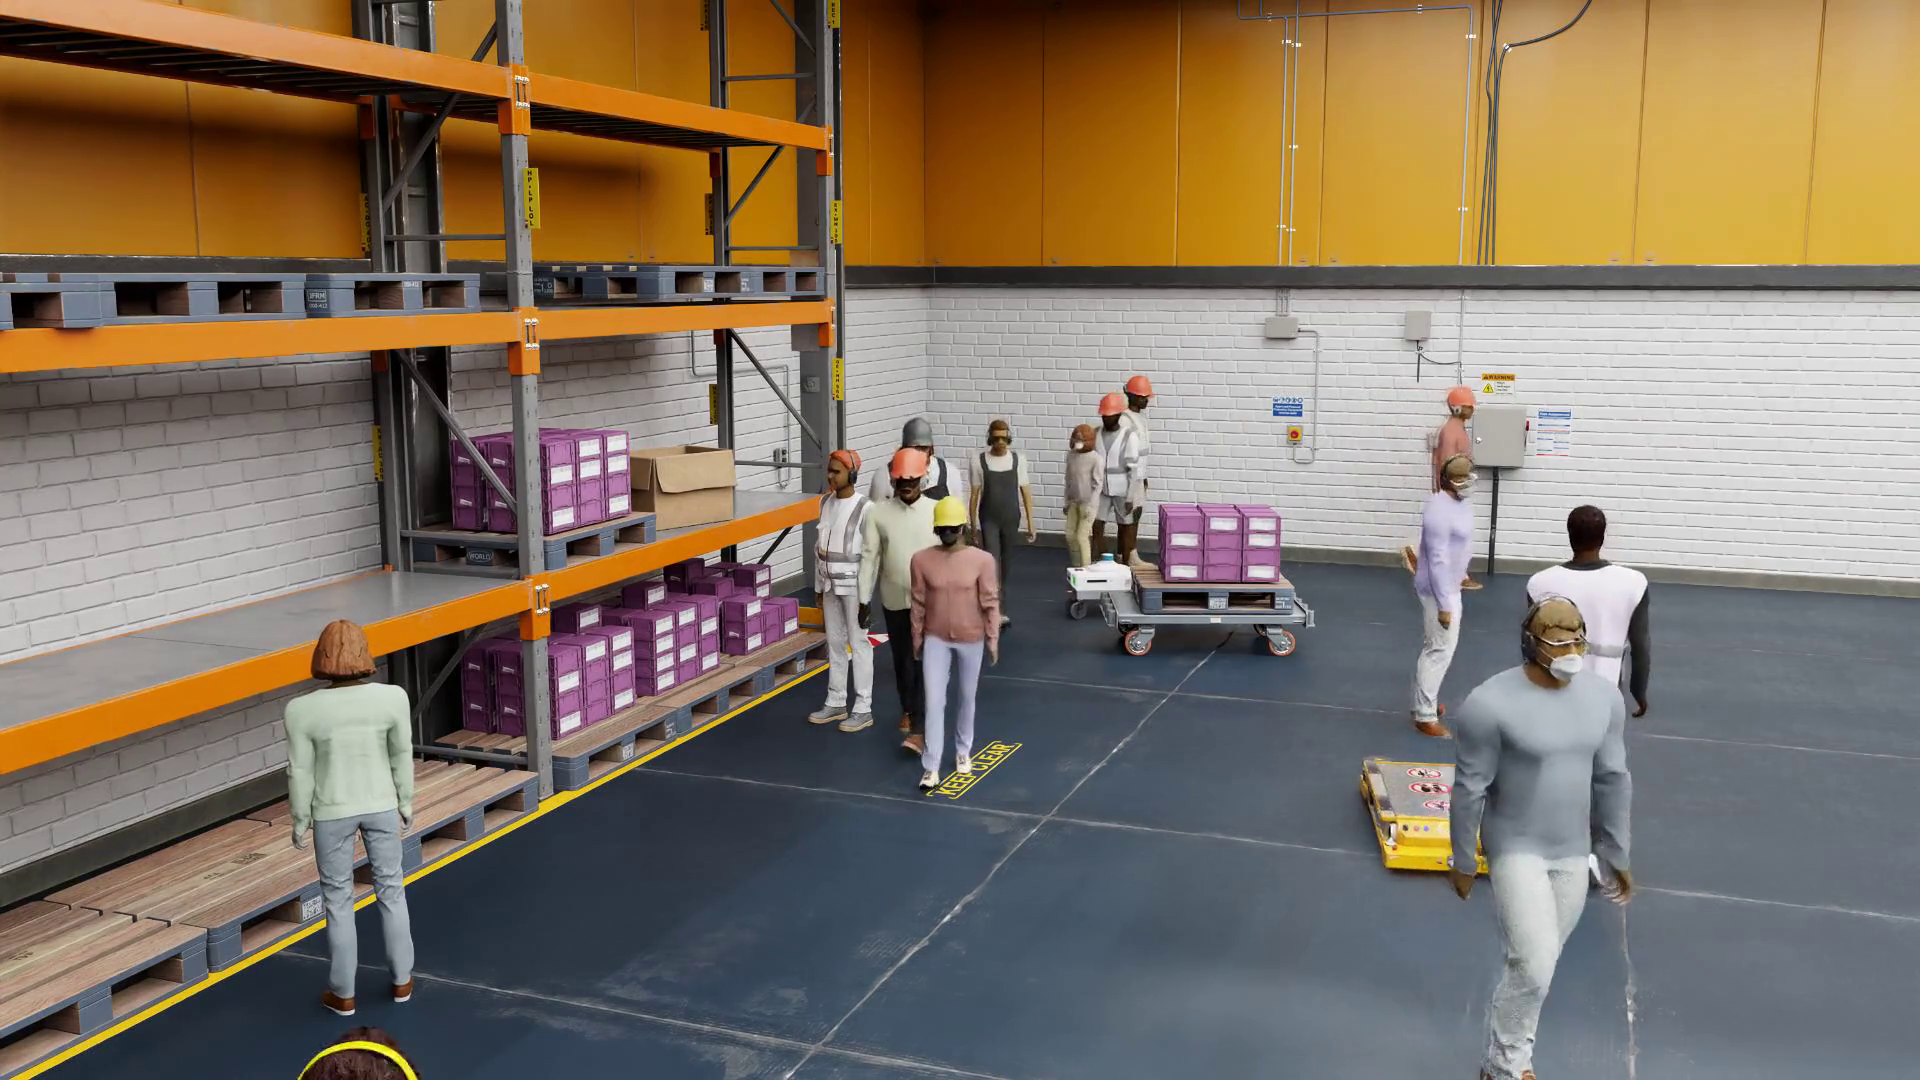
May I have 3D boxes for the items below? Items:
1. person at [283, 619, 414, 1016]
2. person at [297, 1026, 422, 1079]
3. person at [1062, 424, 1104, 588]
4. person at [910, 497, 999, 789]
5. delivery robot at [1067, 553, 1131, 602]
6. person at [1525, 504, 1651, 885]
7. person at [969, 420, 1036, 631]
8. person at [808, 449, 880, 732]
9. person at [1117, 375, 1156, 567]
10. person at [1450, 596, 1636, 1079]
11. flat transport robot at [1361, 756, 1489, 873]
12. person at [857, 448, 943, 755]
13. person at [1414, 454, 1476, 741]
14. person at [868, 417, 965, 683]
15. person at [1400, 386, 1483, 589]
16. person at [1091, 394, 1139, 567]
[{"bbox_3d":[-2.499,1.137,6.851,0.501,1.633,0.284,-5,10,-30],"label":"person"},{"bbox_3d":[-0.957,1.690,2.669,0.562,1.856,0.428,-2,9,-13],"label":"person"},{"bbox_3d":[1.199,-0.322,16.099,0.408,1.609,0.543,-7,11,-36],"label":"person"},{"bbox_3d":[-0.040,0.610,9.842,0.543,1.724,0.871,1,9,4],"label":"person"},{"bbox_3d":[1.311,0.363,14.793,0.707,0.478,0.477,-1,9,-5],"label":"delivery robot"},{"bbox_3d":[3.175,0.760,8.464,0.600,1.883,0.951,4,10,24],"label":"person"},{"bbox_3d":[0.358,-0.136,14.332,0.538,1.794,0.960,-2,9,-11],"label":"person"},{"bbox_3d":[-0.778,0.331,11.130,0.575,1.885,0.355,9,13,44],"label":"person"},{"bbox_3d":[1.784,-0.660,16.914,0.409,2.028,0.619,4,10,23],"label":"person"},{"bbox_3d":[2.095,1.148,5.906,0.634,1.919,0.611,-3,10,-20],"label":"person"},{"bbox_3d":[2.578,1.467,9.043,0.652,0.197,1.431,1,9,8],"label":"flat transport robot"},{"bbox_3d":[-0.341,0.371,10.712,0.656,1.934,1.046,1,9,8],"label":"person"},{"bbox_3d":[3.193,0.354,10.976,0.422,1.897,0.798,4,10,26],"label":"person"},{"bbox_3d":[-0.297,0.079,12.224,0.755,2.000,0.553,-2,9,-11],"label":"person"},{"bbox_3d":[4.708,-0.516,16.149,0.726,1.979,0.610,3,10,20],"label":"person"},{"bbox_3d":[1.435,-0.459,16.057,0.565,1.892,0.882,6,11,32],"label":"person"}]
